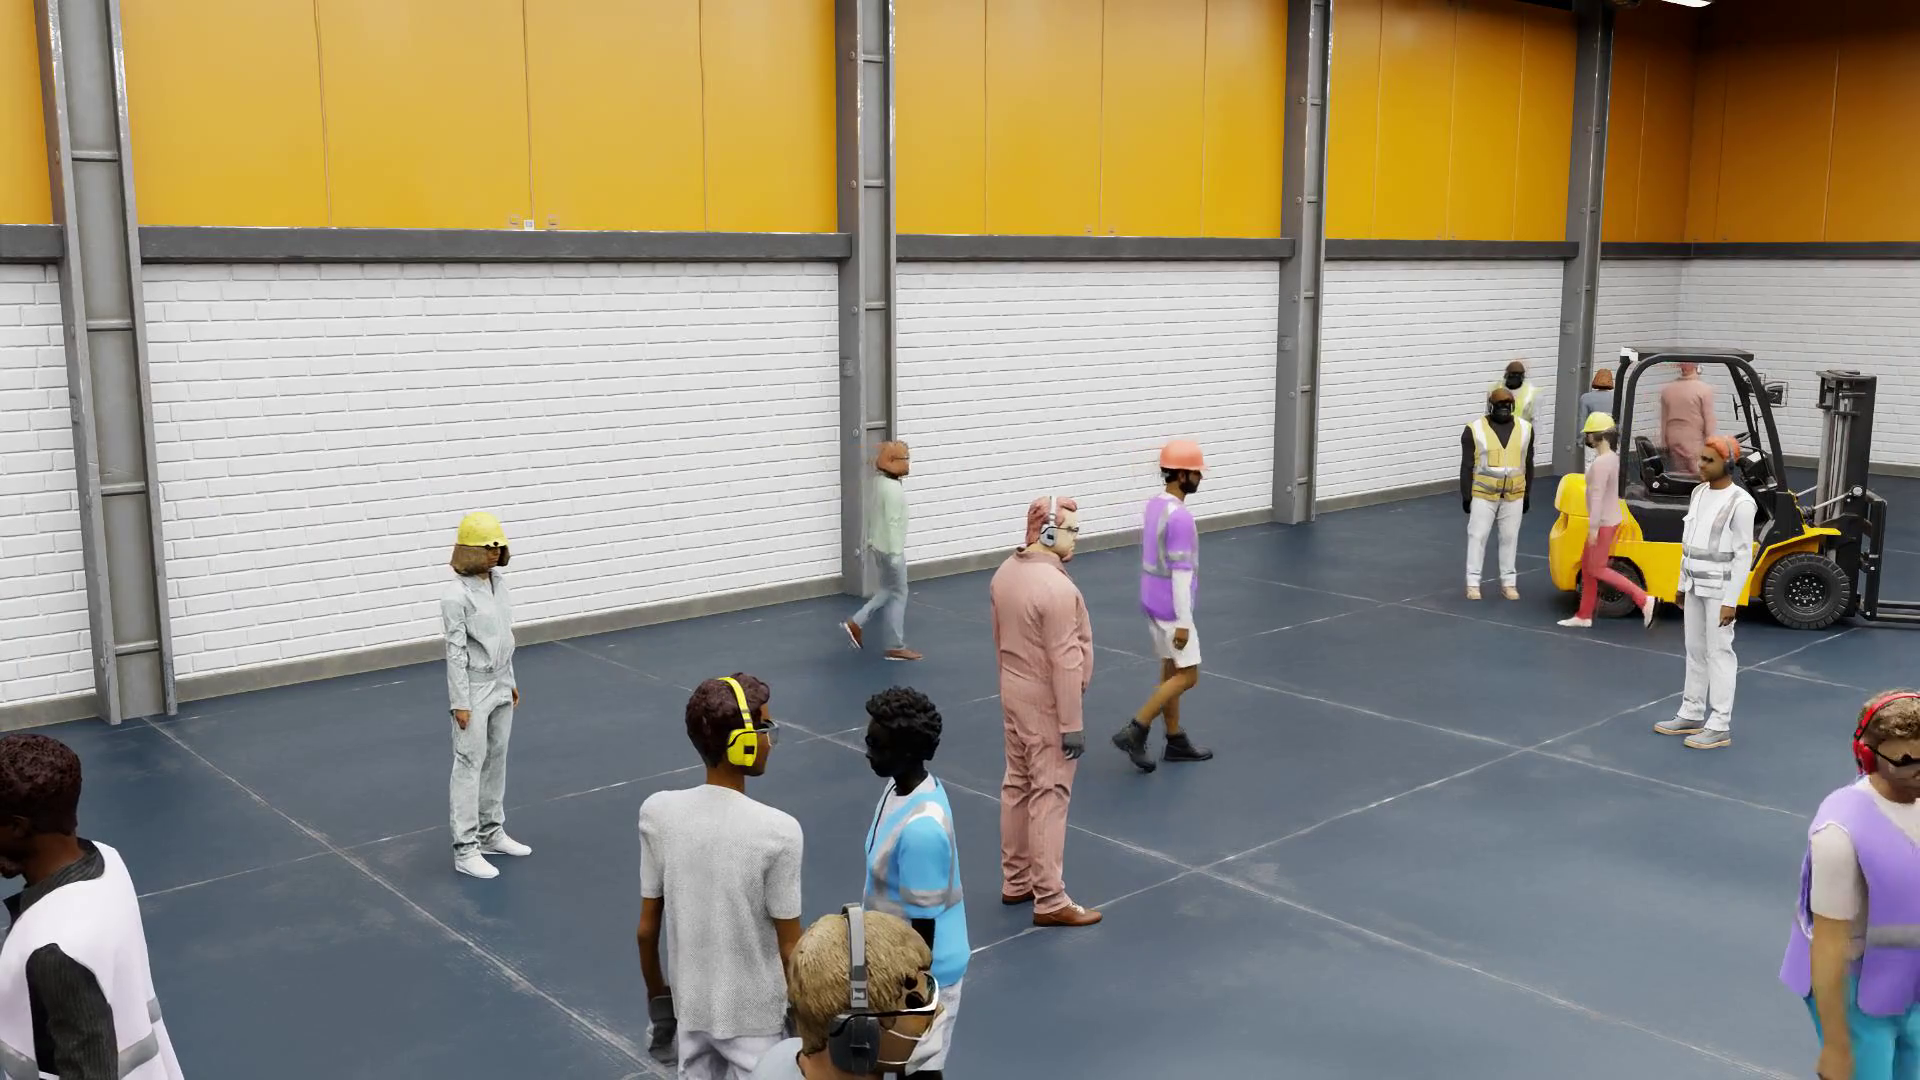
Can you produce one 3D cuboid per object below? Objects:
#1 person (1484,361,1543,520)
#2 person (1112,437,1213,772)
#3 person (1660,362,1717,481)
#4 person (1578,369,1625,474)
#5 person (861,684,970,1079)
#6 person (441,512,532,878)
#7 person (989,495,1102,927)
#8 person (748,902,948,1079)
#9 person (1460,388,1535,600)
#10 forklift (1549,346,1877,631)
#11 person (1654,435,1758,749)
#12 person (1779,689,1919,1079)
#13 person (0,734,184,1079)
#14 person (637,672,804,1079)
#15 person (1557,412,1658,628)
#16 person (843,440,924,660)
[{"bbox_3d":[6.175,-1.117,18.663,0.640,1.781,0.944,5,11,28],"label":"person"},{"bbox_3d":[1.191,0.368,9.527,0.549,1.931,0.566,-2,10,-11],"label":"person"},{"bbox_3d":[7.812,-1.048,17.939,0.590,1.881,0.672,-4,11,-23],"label":"person"},{"bbox_3d":[7.500,-1.187,19.482,0.498,1.633,0.285,3,10,16],"label":"person"},{"bbox_3d":[-0.136,1.260,5.002,0.320,1.693,0.539,-1,10,-6],"label":"person"},{"bbox_3d":[-2.264,0.725,7.966,0.311,1.743,0.493,3,10,16],"label":"person"},{"bbox_3d":[0.390,0.747,7.375,0.404,1.903,0.636,-4,11,-23],"label":"person"},{"bbox_3d":[-0.195,1.523,2.723,0.355,1.937,0.635,-3,10,-18],"label":"person"},{"bbox_3d":[4.593,-0.388,14.238,0.620,1.836,0.430,0,10,2],"label":"person"},{"bbox_3d":[6.109,-0.478,13.691,2.313,2.155,1.214,3,10,16],"label":"forklift"},{"bbox_3d":[4.508,0.306,10.009,0.355,1.884,0.576,-2,10,-9],"label":"person"},{"bbox_3d":[2.542,1.265,4.641,0.750,1.807,0.379,-8,13,-41],"label":"person"},{"bbox_3d":[-1.962,1.358,3.758,0.399,1.915,0.589,-4,11,-23],"label":"person"},{"bbox_3d":[-0.608,1.273,4.409,0.520,1.865,0.335,4,11,24],"label":"person"},{"bbox_3d":[5.099,-0.132,13.008,0.675,1.739,0.533,5,11,28],"label":"person"},{"bbox_3d":[-0.549,0.080,12.083,0.492,1.622,0.510,-2,10,-11],"label":"person"}]
